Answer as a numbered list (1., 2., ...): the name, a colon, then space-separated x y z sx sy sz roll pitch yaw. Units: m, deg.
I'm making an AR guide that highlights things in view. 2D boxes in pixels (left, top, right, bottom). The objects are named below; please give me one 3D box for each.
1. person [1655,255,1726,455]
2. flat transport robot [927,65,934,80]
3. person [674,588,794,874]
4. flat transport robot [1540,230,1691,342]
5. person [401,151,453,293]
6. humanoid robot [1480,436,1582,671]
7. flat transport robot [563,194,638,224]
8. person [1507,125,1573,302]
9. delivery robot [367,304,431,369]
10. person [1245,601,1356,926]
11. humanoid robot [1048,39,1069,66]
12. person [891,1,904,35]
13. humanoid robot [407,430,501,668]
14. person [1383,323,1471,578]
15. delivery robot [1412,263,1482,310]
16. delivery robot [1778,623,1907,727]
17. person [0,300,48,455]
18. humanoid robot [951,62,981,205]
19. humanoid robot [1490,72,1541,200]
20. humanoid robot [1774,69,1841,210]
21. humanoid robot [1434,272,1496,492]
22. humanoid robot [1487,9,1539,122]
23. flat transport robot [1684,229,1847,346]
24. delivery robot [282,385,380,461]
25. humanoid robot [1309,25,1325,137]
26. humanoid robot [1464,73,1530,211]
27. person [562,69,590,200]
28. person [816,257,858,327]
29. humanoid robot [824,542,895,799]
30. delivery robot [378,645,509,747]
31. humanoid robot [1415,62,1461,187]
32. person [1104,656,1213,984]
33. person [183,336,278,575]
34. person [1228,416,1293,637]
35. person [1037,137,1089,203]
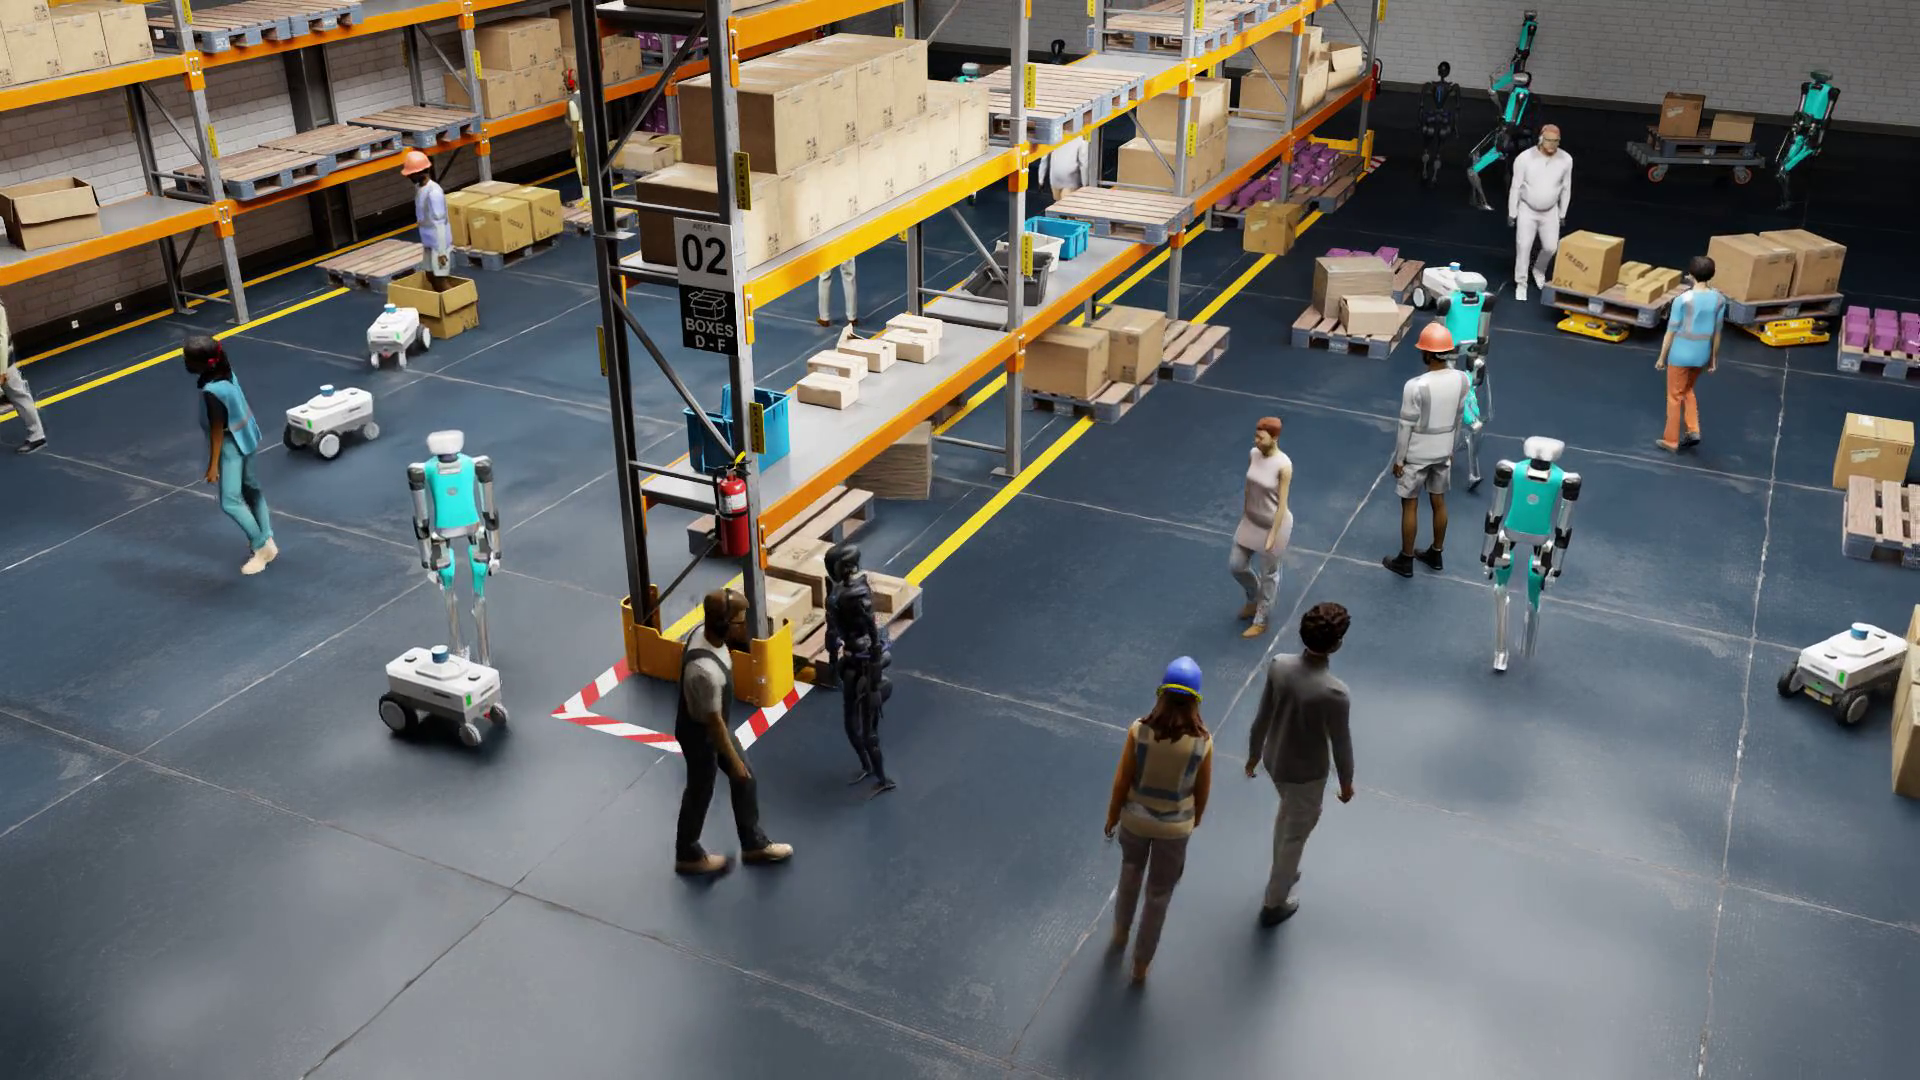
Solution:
1. person: 6.253 -1.581 14.303 0.481 1.748 0.389 -5 27 -11
2. flat transport robot: -1.126 -7.306 27.536 0.659 0.231 1.431 5 27 10
3. person: -1.242 1.061 8.908 0.780 1.797 0.534 -1 26 -2
4. flat transport robot: 6.963 -2.419 17.664 0.659 0.231 1.431 22 34 37
5. person: -5.441 -3.063 17.119 0.415 1.910 0.557 -16 30 -29
6. humanoid robot: 3.735 0.122 11.006 0.544 1.897 0.761 11 28 21
7. flat transport robot: -4.313 -4.236 21.335 1.431 0.231 0.659 5 27 9
8. person: 6.316 -3.575 18.163 0.668 1.898 0.495 2 26 5
9. delivery robot: -5.649 -2.073 16.617 0.499 0.571 0.756 0 26 0
10. person: 1.823 1.141 8.658 0.666 1.876 0.559 -22 34 -37
11. humanoid robot: 1.457 -6.476 24.272 0.351 1.637 0.596 -17 31 -30
12. person: -1.064 -9.376 29.975 0.365 1.825 0.512 1 26 3
13. humanoid robot: -3.320 0.046 11.061 0.540 1.811 0.697 -8 28 -16
14. person: 3.420 -0.660 12.253 0.541 1.927 0.390 -10 28 -19
15. delivery robot: 5.263 -2.687 17.875 0.524 0.587 0.747 -9 28 -17
16. delivery robot: 5.774 0.815 10.788 0.759 0.575 0.499 -14 30 -27
17. person: -8.313 -1.485 14.051 0.619 1.793 0.872 13 29 24
18. humanoid robot: 0.113 -5.297 21.863 0.547 1.792 0.914 1 26 3
19. humanoid robot: 7.335 -5.336 21.968 0.609 1.655 0.320 -2 26 -4
20. humanoid robot: 10.803 -5.139 21.529 0.776 1.810 0.531 -11 28 -21
21. humanoid robot: 4.246 -1.253 13.701 0.530 1.780 0.992 -8 27 -15
22. humanoid robot: 8.565 -7.418 25.998 0.728 1.696 0.533 3 27 6
23. flat transport robot: 8.430 -2.381 17.587 0.659 0.231 1.431 -6 27 -12
24. delivery robot: -5.521 -1.058 14.597 0.499 0.598 0.802 17 31 30
25. humanoid robot: 5.430 -6.974 25.286 0.615 1.648 0.515 -22 34 -37
26. humanoid robot: 6.838 -5.120 21.493 0.808 1.801 0.547 5 27 9
27. person: -4.828 -5.090 21.294 0.376 1.836 0.559 1 26 3
28. person: -1.321 -3.146 17.347 0.570 1.866 0.392 -4 27 -8
29. humanoid robot: -0.584 0.753 9.691 0.365 1.645 0.588 -17 31 -31
30. delivery robot: -3.268 0.937 10.537 0.756 0.571 0.499 12 29 23
31. humanoid robot: 6.514 -5.675 22.657 0.586 1.643 0.474 10 28 19
32. person: 0.992 1.374 8.333 0.490 1.737 0.638 8 27 15
33. person: -5.381 -0.668 12.352 0.377 1.854 0.628 -5 27 -10
34. person: 2.062 -0.082 11.394 0.353 1.641 0.425 -19 32 -34
35. person: 1.202 -4.248 19.739 0.588 1.699 0.908 15 30 28
